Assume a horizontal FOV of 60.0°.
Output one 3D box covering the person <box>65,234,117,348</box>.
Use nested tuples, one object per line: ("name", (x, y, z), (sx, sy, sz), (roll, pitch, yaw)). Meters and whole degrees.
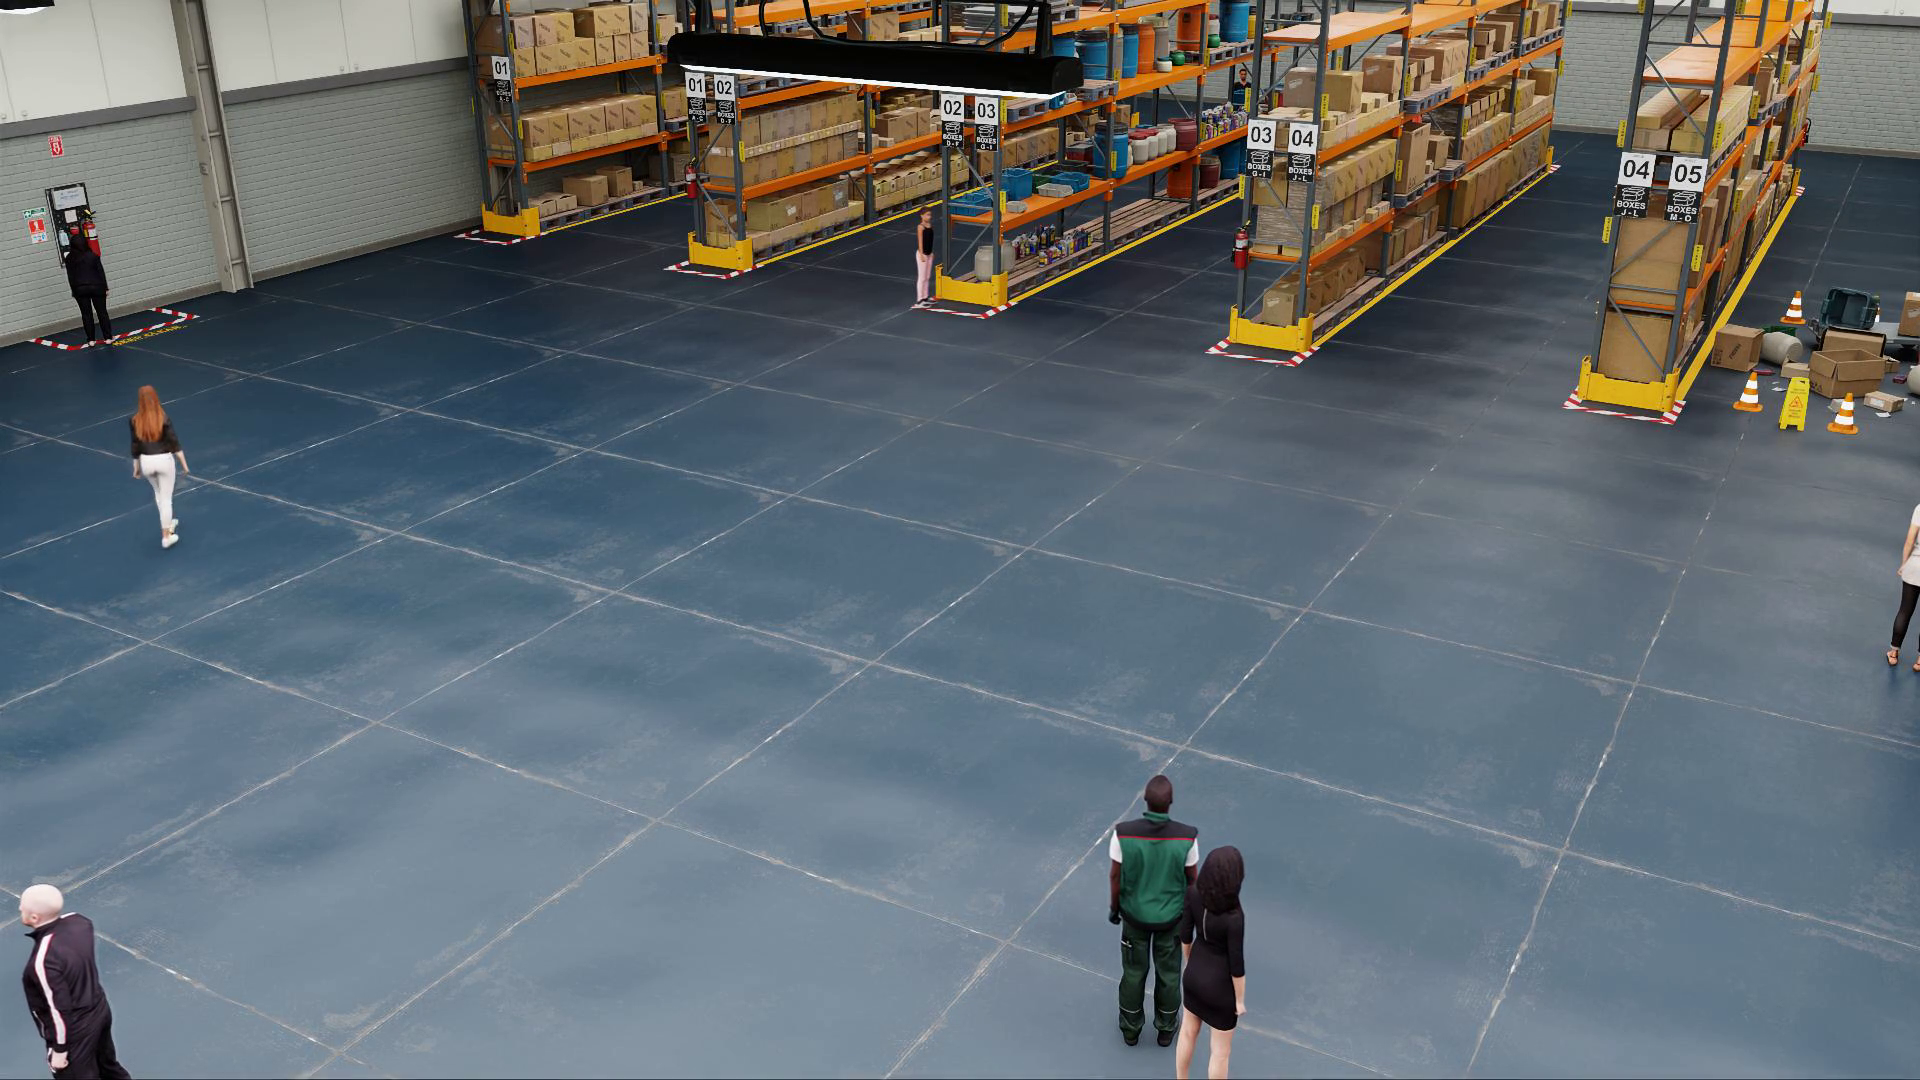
("person", (-12.497, -3.588, 23.865), (0.754, 1.617, 0.831), (-9, 25, -20))

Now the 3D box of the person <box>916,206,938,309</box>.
("person", (-0.551, -4.427, 25.905), (0.603, 1.563, 0.463), (11, 25, 24))

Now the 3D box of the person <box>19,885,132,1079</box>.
("person", (-4.735, 2.637, 8.948), (0.833, 1.835, 0.731), (-2, 23, -5))

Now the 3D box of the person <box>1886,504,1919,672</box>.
("person", (8.456, 0.272, 14.519), (0.651, 1.826, 0.598), (20, 30, 38))

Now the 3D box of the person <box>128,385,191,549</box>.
("person", (-8.257, -0.730, 17.053), (0.877, 1.687, 0.985), (-1, 23, -1))

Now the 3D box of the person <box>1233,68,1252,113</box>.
("person", (6.533, -10.019, 38.678), (0.715, 1.859, 0.702), (0, 23, 1))

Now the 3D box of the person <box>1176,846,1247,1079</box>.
("person", (1.399, 2.503, 9.302), (0.613, 1.805, 0.652), (-17, 28, -34))

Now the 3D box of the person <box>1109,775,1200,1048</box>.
("person", (1.153, 2.218, 9.928), (0.773, 1.840, 0.760), (2, 23, 5))
